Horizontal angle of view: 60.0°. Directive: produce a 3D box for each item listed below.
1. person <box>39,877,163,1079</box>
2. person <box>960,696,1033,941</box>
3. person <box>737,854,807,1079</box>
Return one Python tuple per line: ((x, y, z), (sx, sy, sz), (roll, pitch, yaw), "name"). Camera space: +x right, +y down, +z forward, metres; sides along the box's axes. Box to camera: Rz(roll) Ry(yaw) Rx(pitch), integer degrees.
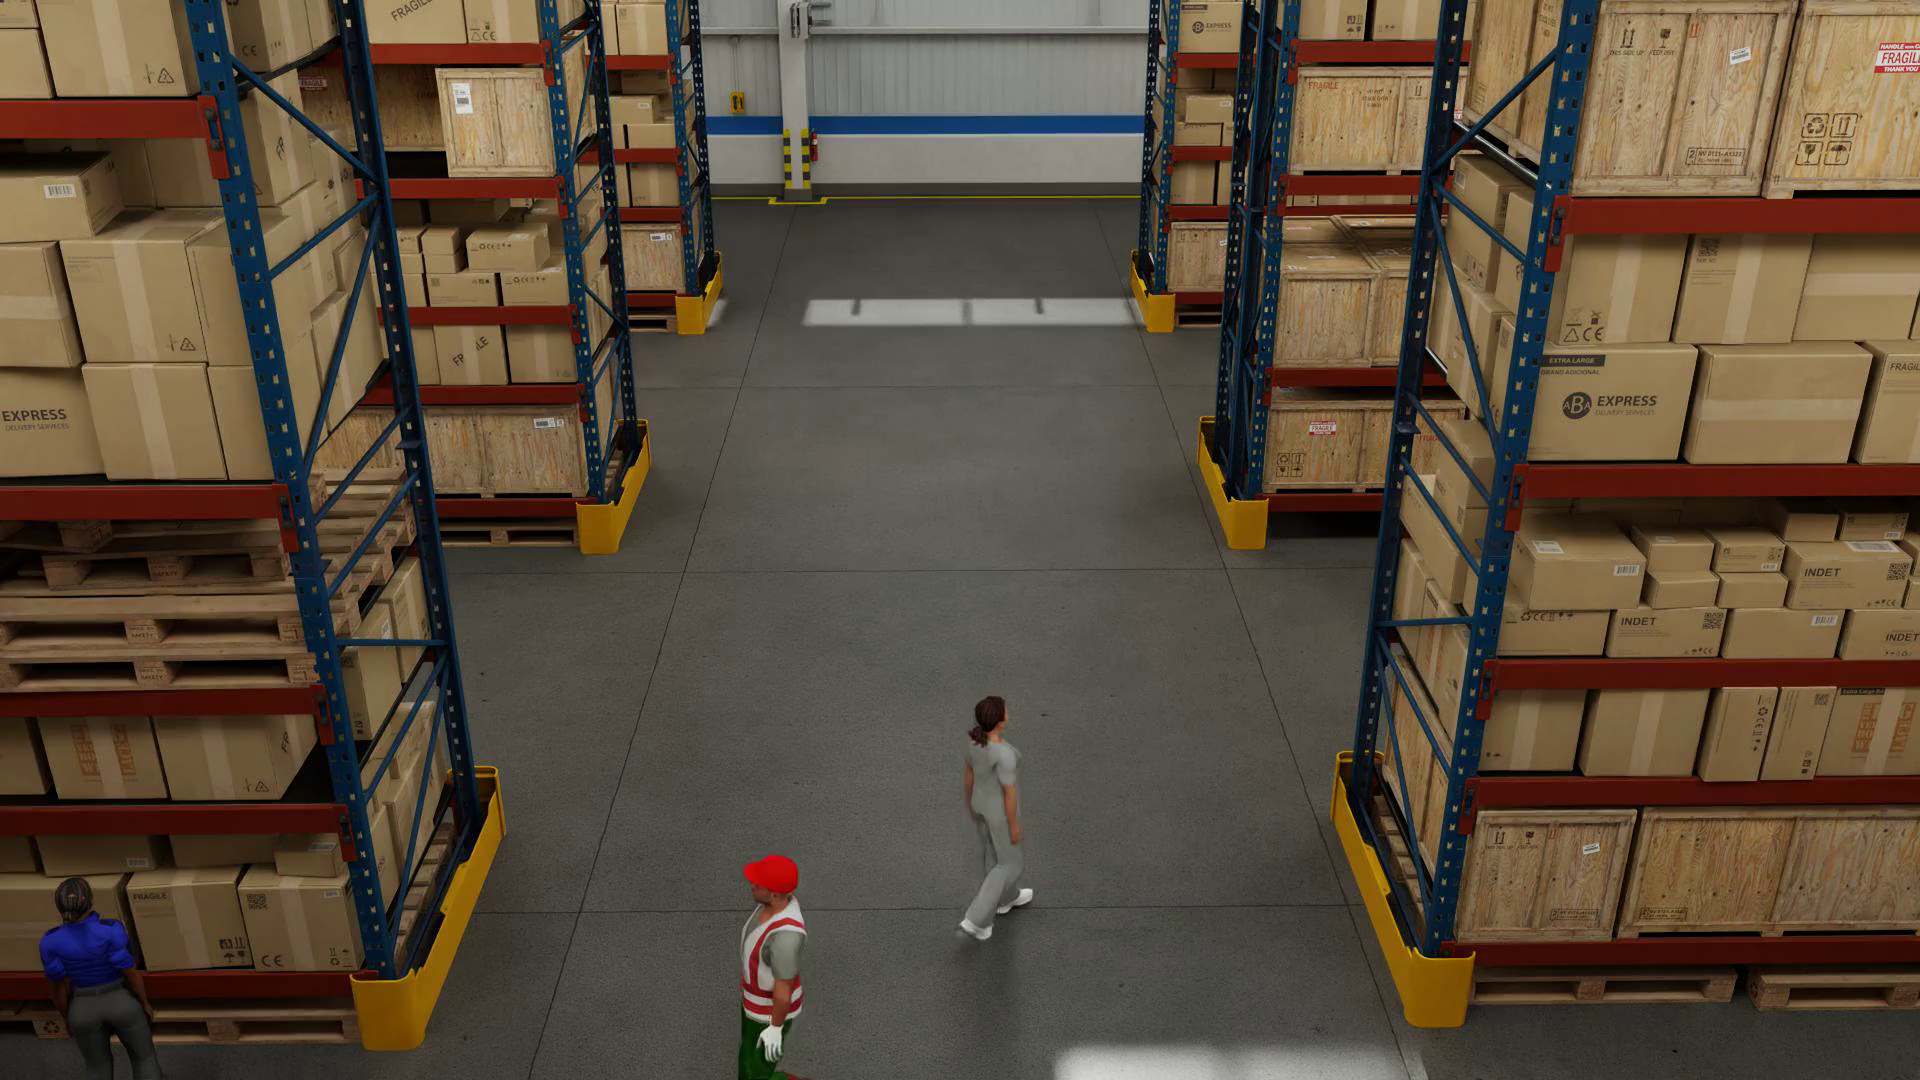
((-4.500, 2.448, 8.768), (0.441, 1.658, 0.351), (-7, 26, -15), "person")
((0.222, 1.690, 10.362), (0.704, 1.667, 0.450), (-19, 31, -35), "person")
((-1.013, 2.412, 8.640), (0.682, 1.783, 0.579), (-6, 26, -13), "person")
